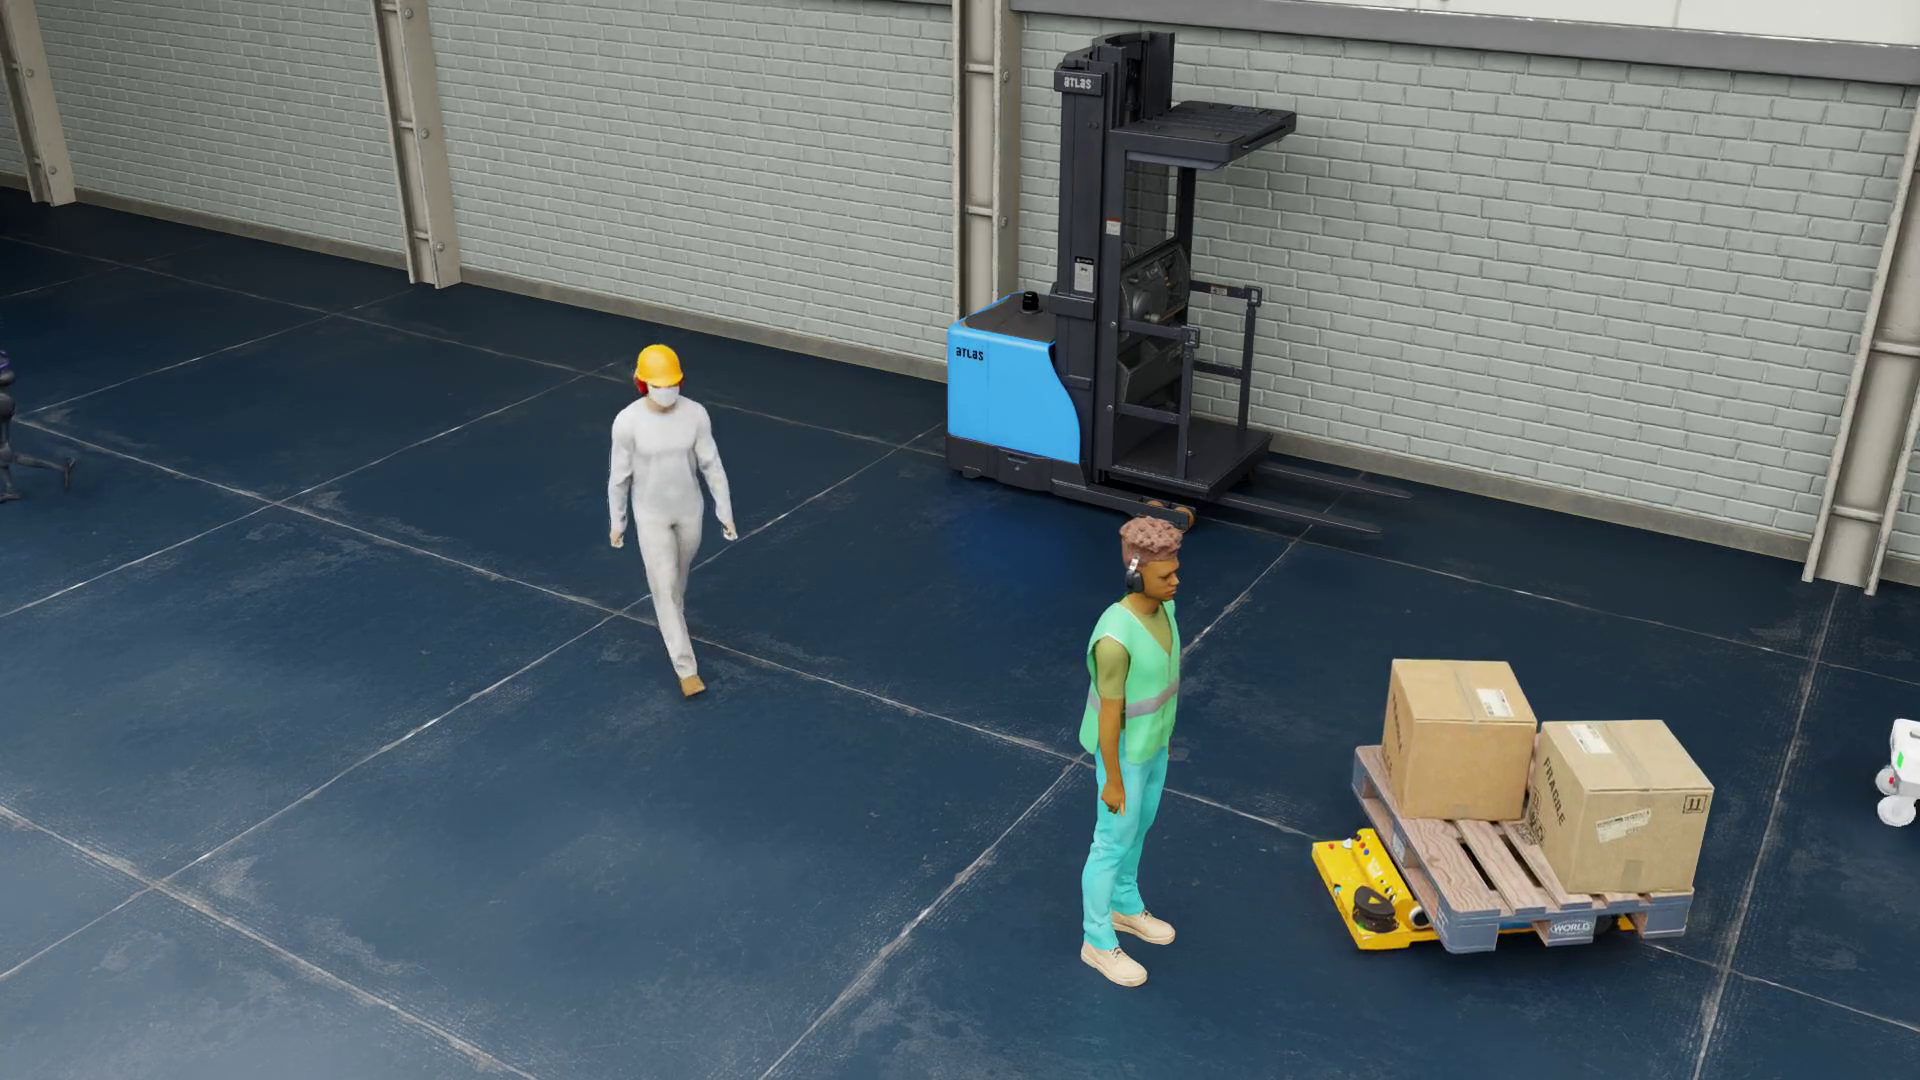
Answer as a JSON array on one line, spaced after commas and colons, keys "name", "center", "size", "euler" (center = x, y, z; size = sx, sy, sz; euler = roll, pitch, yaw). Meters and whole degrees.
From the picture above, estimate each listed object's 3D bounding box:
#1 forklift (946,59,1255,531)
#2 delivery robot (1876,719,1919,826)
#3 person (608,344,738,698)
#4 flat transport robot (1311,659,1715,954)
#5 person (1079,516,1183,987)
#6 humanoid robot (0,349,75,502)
[{"name": "forklift", "center": [0.933, -1.707, 10.833], "size": [1.873, 2.768, 1.129], "euler": [15, 29, 28]}, {"name": "delivery robot", "center": [4.656, 1.093, 7.616], "size": [0.802, 0.598, 0.499], "euler": [11, 28, 22]}, {"name": "person", "center": [-1.473, -0.108, 8.635], "size": [0.605, 1.847, 0.949], "euler": [-13, 28, -26]}, {"name": "flat transport robot", "center": [2.318, 1.448, 7.196], "size": [1.431, 0.231, 0.659], "euler": [-3, 25, -6]}, {"name": "person", "center": [0.673, 0.814, 6.540], "size": [0.389, 1.977, 0.490], "euler": [14, 29, 27]}, {"name": "humanoid robot", "center": [-6.197, -1.022, 10.774], "size": [0.571, 1.639, 0.602], "euler": [-16, 30, -30]}]
